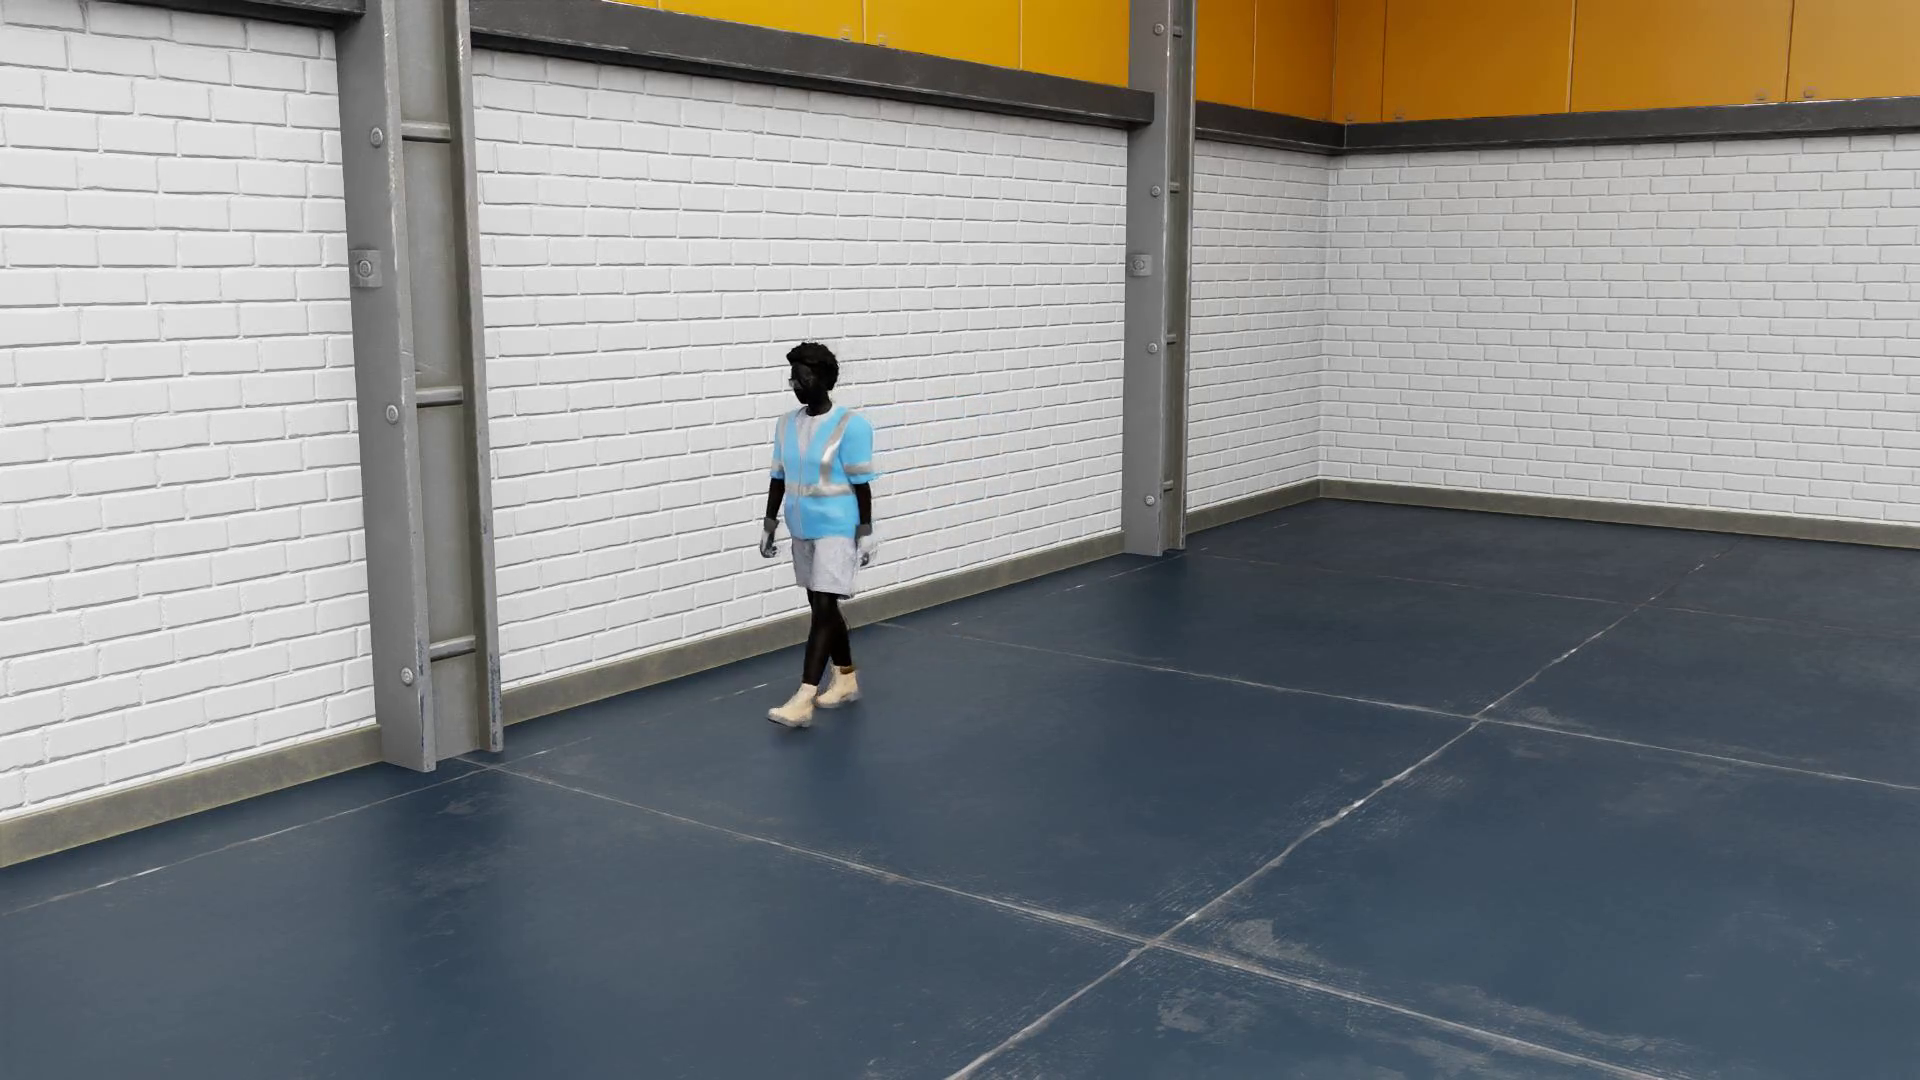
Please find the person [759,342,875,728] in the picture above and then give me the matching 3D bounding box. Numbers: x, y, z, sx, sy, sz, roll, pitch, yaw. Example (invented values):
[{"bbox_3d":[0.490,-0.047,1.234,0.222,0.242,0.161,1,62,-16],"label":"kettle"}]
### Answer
[{"bbox_3d":[-0.666,-0.030,7.308,0.549,1.660,0.710,8,12,39],"label":"person"}]
